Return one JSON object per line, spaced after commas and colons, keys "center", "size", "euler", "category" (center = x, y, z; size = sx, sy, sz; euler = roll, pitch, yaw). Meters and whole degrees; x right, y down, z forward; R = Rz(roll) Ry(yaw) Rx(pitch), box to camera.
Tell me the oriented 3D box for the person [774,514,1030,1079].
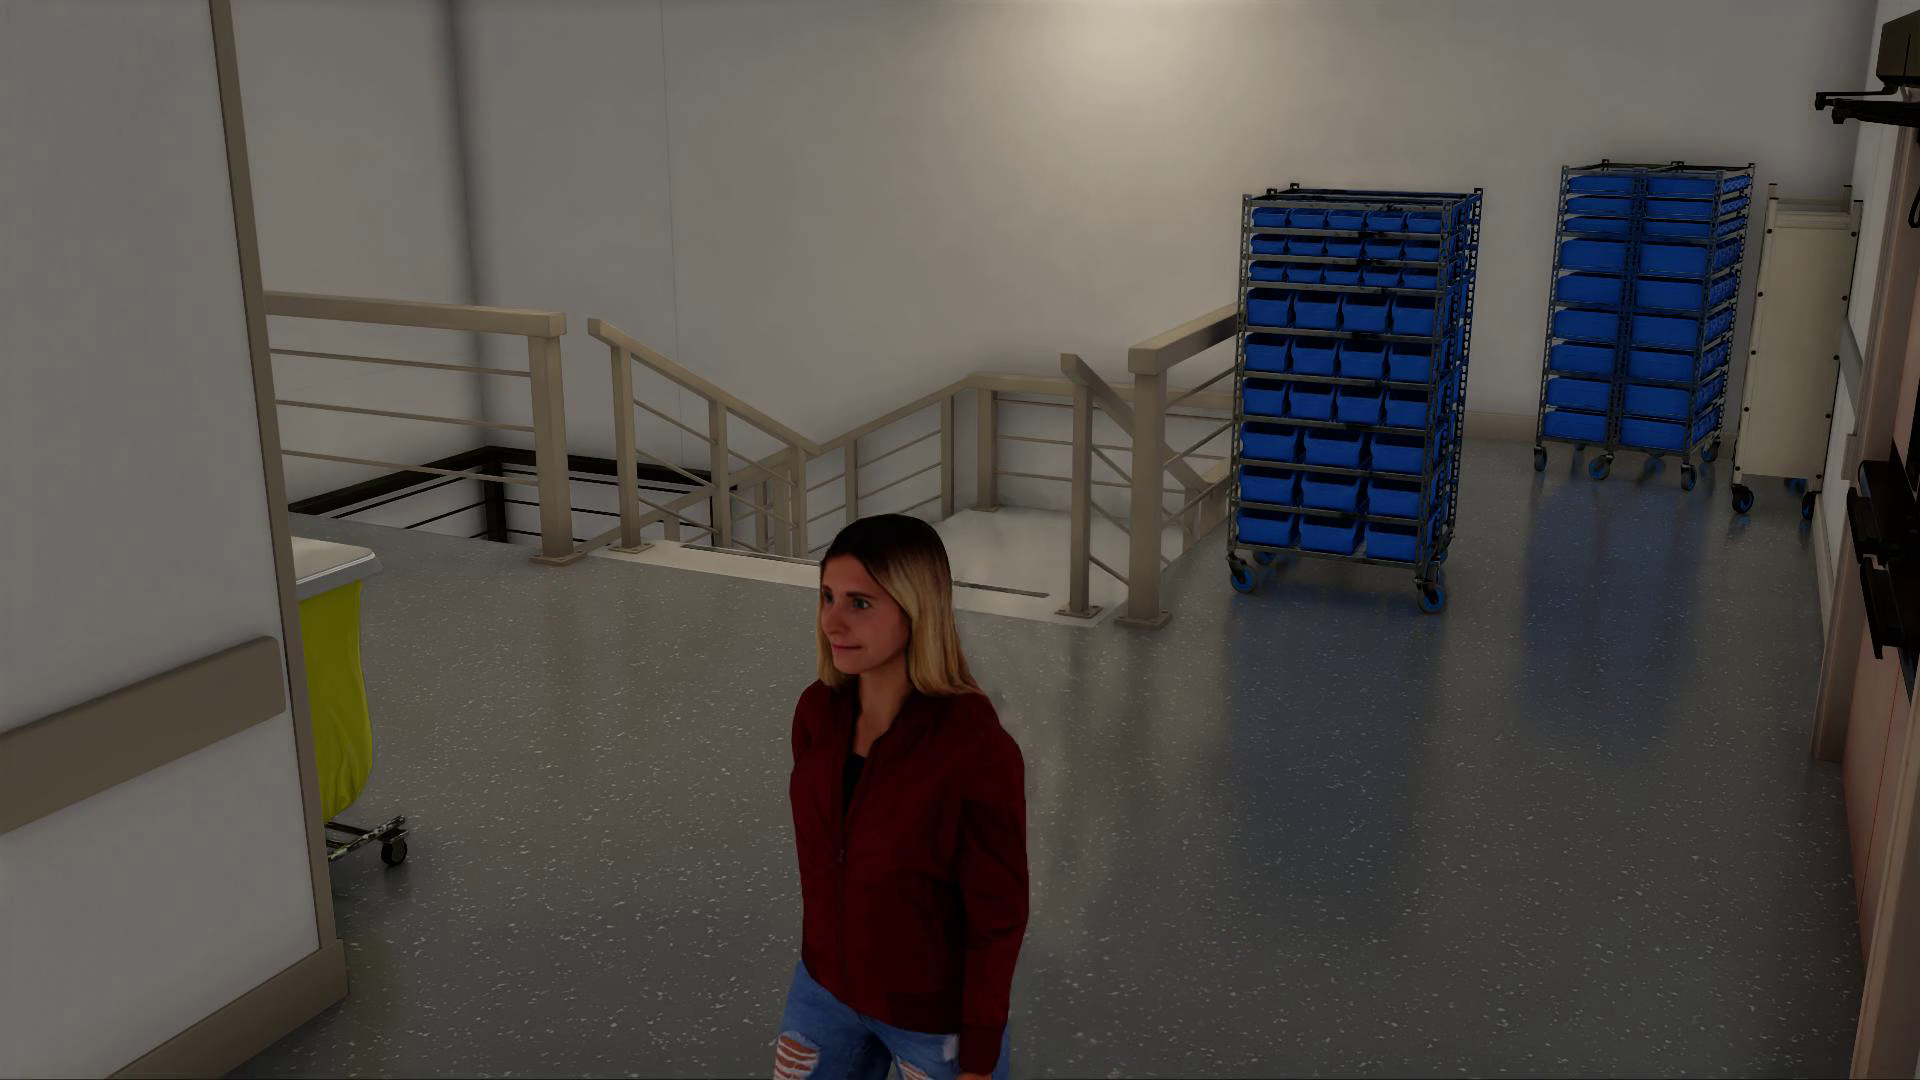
{"center": [-0.045, 0.749, 2.678], "size": [0.727, 1.587, 1.115], "euler": [11, 19, 33], "category": "person"}
